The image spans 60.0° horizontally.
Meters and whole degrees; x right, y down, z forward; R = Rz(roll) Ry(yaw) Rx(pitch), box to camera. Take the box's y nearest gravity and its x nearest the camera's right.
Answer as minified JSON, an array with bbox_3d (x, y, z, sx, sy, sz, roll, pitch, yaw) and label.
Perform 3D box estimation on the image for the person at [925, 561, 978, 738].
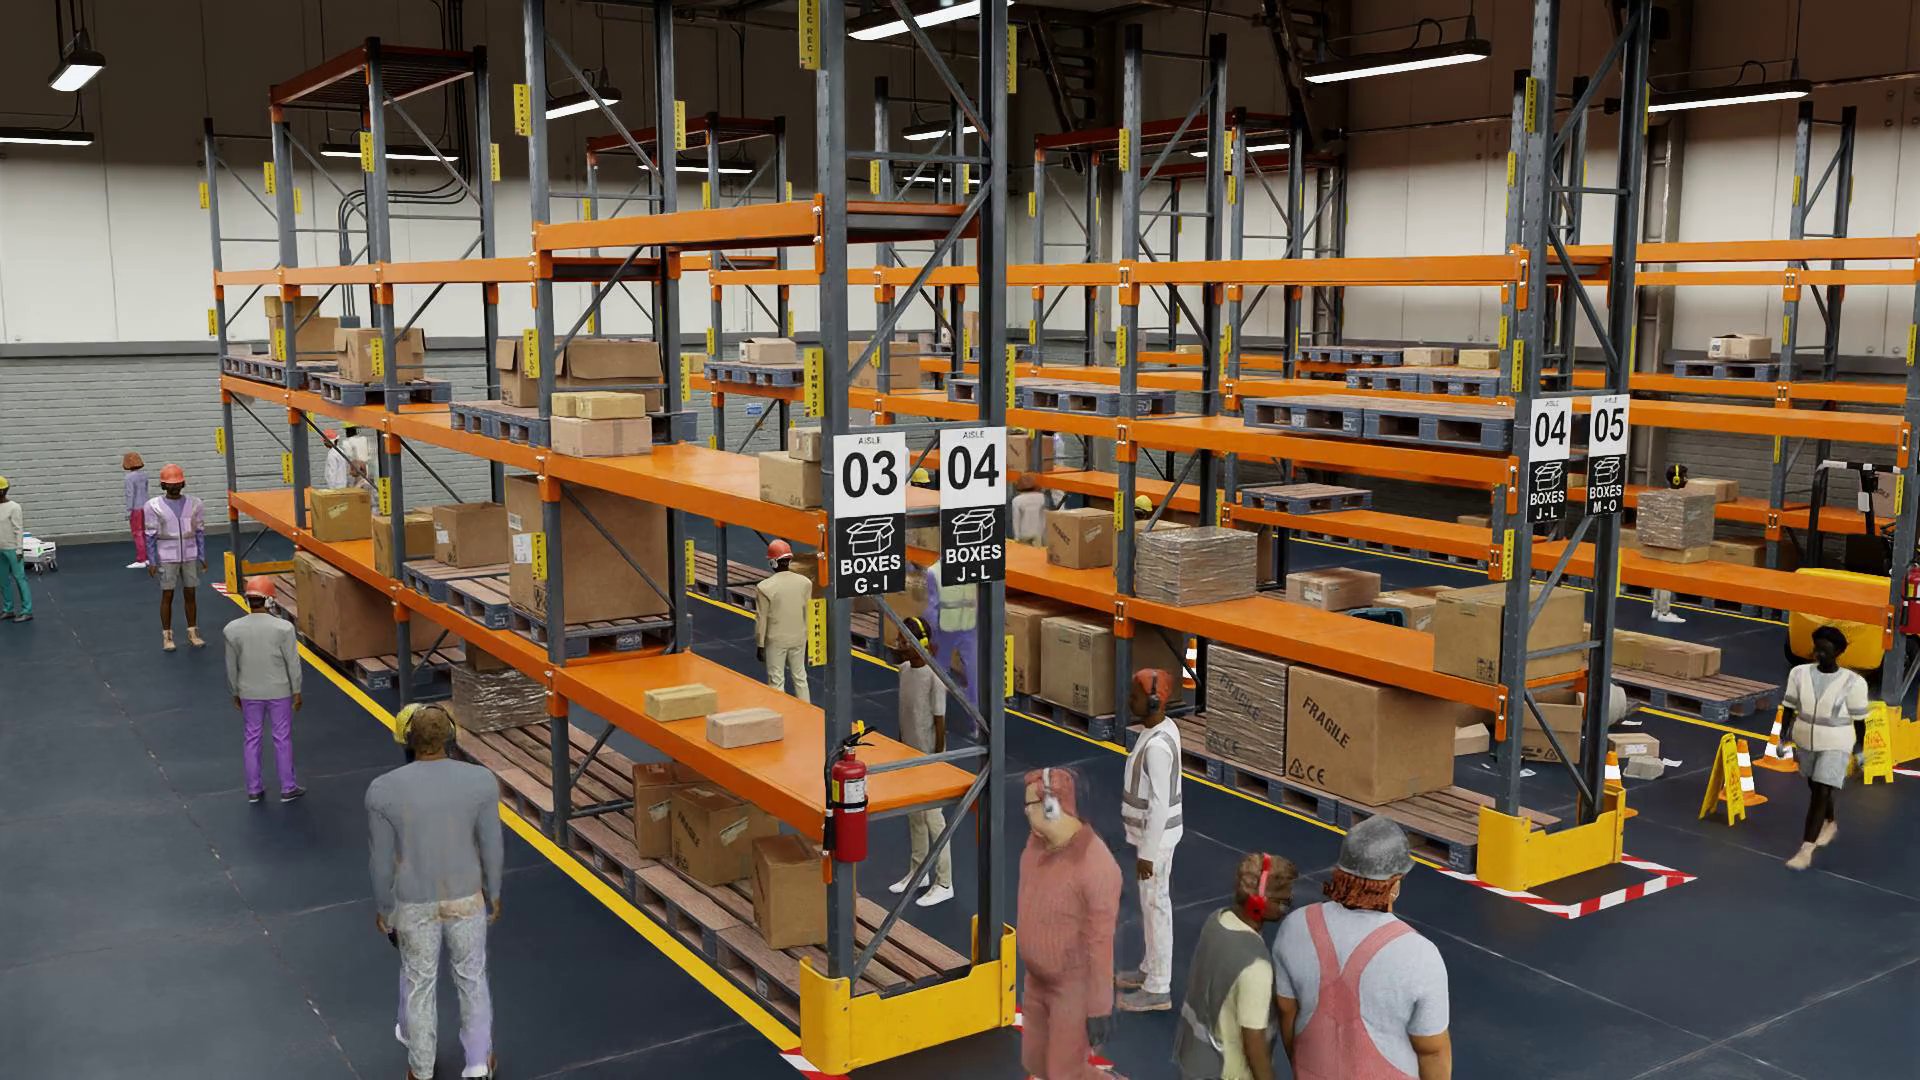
[{"bbox_3d":[-0.076,0.789,14.684,0.610,1.879,0.969,-5,10,-32],"label":"person"}]

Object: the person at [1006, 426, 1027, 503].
[{"bbox_3d":[0.870,-1.133,27.670,0.616,1.807,0.611,-5,10,-31],"label":"person"}]

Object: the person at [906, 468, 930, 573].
[{"bbox_3d":[-0.485,0.006,20.235,0.525,1.769,0.314,-7,11,-38],"label":"person"}]

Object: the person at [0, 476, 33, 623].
[{"bbox_3d":[-11.267,0.106,19.616,0.523,1.759,0.366,3,9,17],"label":"person"}]

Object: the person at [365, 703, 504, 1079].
[{"bbox_3d":[-2.540,1.742,8.103,0.628,1.940,0.373,-3,9,-19],"label":"person"}]

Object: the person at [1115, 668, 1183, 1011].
[{"bbox_3d":[1.038,1.621,9.089,0.355,1.884,0.575,1,9,6],"label":"person"}]

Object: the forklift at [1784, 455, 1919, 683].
[{"bbox_3d":[9.643,0.253,17.172,2.313,2.155,1.214,-6,10,-33],"label":"forklift"}]

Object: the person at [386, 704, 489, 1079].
[{"bbox_3d":[-2.621,1.741,8.308,0.592,1.887,0.945,-5,10,-29],"label":"person"}]

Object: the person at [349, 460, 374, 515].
[{"bbox_3d":[-8.082,-0.268,22.477,0.311,1.638,0.523,-7,11,-37],"label":"person"}]

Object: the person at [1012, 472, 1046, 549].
[{"bbox_3d":[0.901,-0.063,21.173,0.498,1.608,0.629,-3,9,-22],"label":"person"}]

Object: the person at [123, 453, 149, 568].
[{"bbox_3d":[-11.640,-0.422,23.517,0.271,1.632,0.508,0,9,3],"label":"person"}]

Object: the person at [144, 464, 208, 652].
[{"bbox_3d":[-8.507,0.188,18.099,0.615,2.042,0.375,-8,12,-42],"label":"person"}]

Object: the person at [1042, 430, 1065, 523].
[{"bbox_3d":[1.468,-1.070,27.231,0.447,1.827,0.688,-4,9,-25],"label":"person"}]

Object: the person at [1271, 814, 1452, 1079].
[{"bbox_3d":[1.509,1.989,6.117,0.682,2.000,0.538,7,11,41],"label":"person"}]

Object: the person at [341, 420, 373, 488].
[{"bbox_3d":[-9.707,-1.026,26.659,0.417,1.905,0.590,3,9,17],"label":"person"}]

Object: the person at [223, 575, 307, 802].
[{"bbox_3d":[-5.309,1.138,12.737,0.561,1.750,0.327,0,9,-1],"label":"person"}]

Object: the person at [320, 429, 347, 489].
[{"bbox_3d":[-9.846,-0.874,26.170,0.350,1.743,0.563,-1,9,-7],"label":"person"}]

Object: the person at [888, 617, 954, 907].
[{"bbox_3d":[-0.253,1.402,10.650,0.327,1.860,0.501,-6,10,-35],"label":"person"}]

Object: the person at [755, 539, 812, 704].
[{"bbox_3d":[-1.562,0.862,14.617,0.563,1.743,0.360,-7,11,-38],"label":"person"}]

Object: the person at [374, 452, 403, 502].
[{"bbox_3d":[-8.760,-0.715,25.517,0.289,1.623,0.505,6,10,33],"label":"person"}]

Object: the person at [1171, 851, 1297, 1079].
[{"bbox_3d":[1.036,2.070,6.356,0.430,1.826,0.584,-1,9,-8],"label":"person"}]

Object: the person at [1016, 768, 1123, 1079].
[{"bbox_3d":[0.502,1.907,7.245,0.615,1.872,0.670,-5,10,-29],"label":"person"}]

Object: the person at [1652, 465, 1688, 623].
[{"bbox_3d":[8.424,0.038,19.676,0.314,1.869,0.536,1,9,7],"label":"person"}]

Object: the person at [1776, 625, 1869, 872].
[{"bbox_3d":[5.939,1.385,11.433,0.898,1.652,0.542,-6,11,-36],"label":"person"}]
